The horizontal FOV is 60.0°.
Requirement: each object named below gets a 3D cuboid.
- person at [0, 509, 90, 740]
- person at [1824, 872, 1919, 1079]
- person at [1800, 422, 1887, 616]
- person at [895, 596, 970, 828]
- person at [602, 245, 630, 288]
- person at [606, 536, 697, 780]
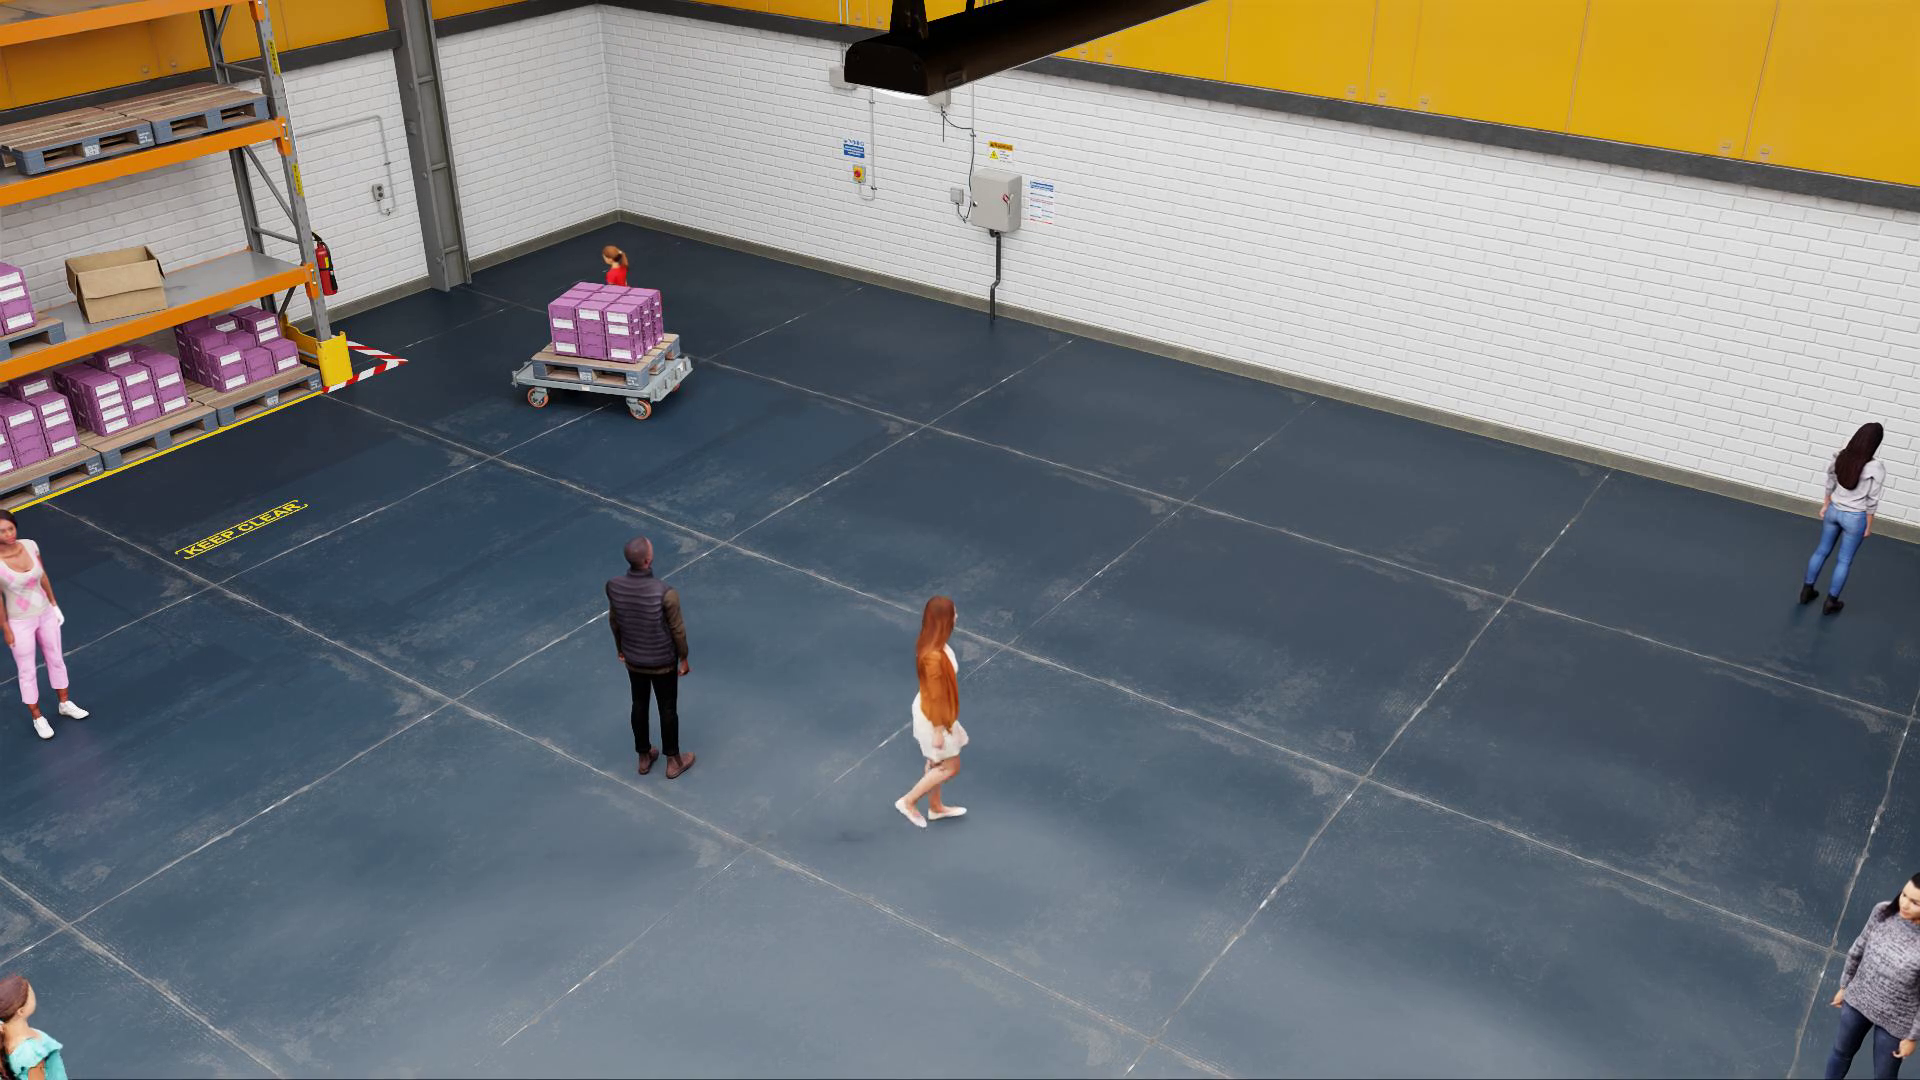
[{"bbox_3d":[-6.571,0.565,11.755,0.647,1.741,0.466,15,32,26],"label":"person"},{"bbox_3d":[4.694,2.374,8.449,0.681,1.732,0.687,-14,31,-23],"label":"person"},{"bbox_3d":[7.051,-0.180,13.239,0.659,1.630,0.666,-15,32,-25],"label":"person"},{"bbox_3d":[-0.231,1.141,10.734,0.887,1.710,0.827,-3,29,-6],"label":"person"},{"bbox_3d":[-3.602,-2.531,17.890,0.615,1.301,0.531,6,29,11],"label":"person"},{"bbox_3d":[-2.096,0.792,11.241,0.758,1.836,0.691,8,30,15],"label":"person"}]
